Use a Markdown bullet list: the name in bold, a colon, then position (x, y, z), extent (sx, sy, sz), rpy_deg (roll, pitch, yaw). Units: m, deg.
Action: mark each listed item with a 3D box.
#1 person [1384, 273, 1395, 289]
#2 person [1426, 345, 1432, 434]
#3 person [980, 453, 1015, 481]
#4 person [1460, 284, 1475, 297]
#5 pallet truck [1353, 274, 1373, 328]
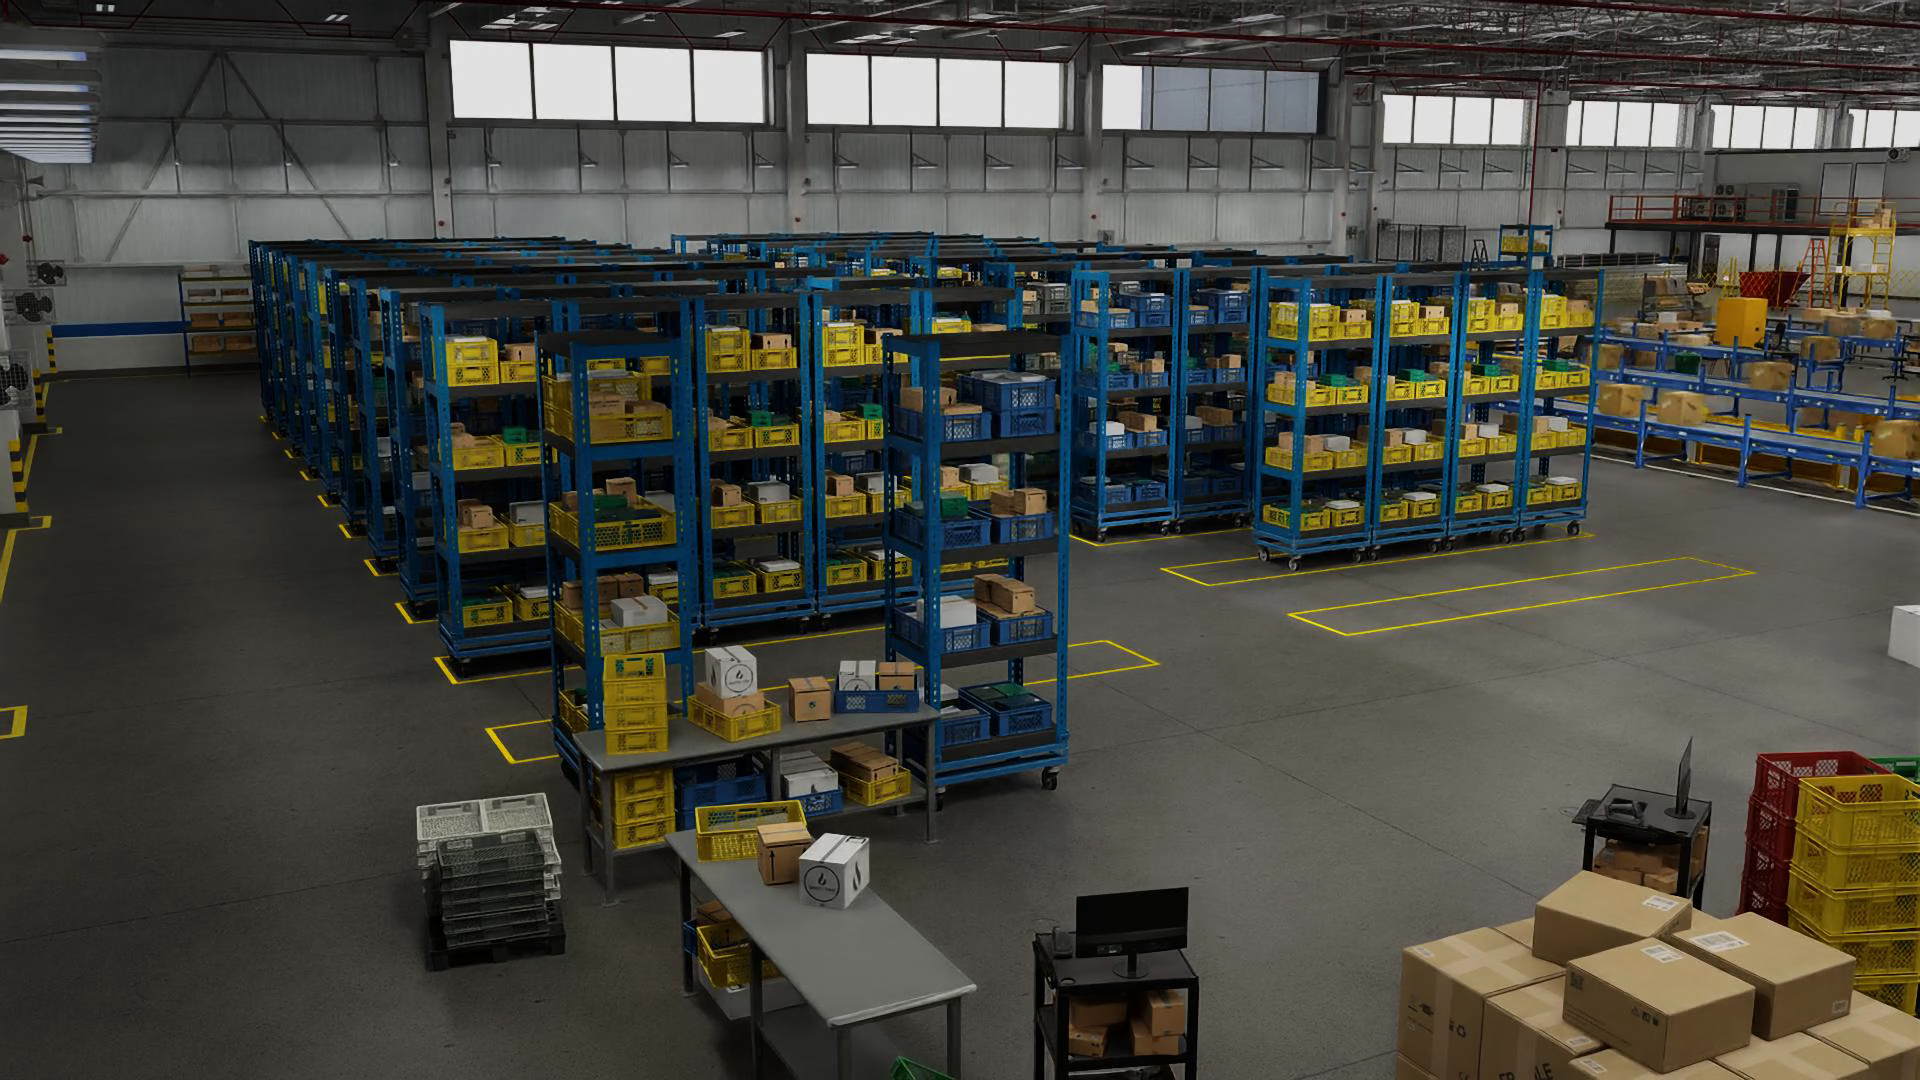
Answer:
- **person**: position (13.681, -7.659, 53.615), extent (0.409, 1.913, 0.651), rpy_deg (-9, 15, -35)
- **person**: position (8.196, -2.451, 29.177), extent (0.402, 1.944, 0.605), rpy_deg (0, 12, 1)
- **person**: position (0.547, -0.818, 21.855), extent (0.599, 1.812, 0.708), rpy_deg (-8, 14, -32)
- **person**: position (15.556, -7.236, 51.411), extent (0.667, 2.025, 0.468), rpy_deg (0, 12, 0)
- **pallet truck**: position (13.011, -8.050, 55.243), extent (0.823, 1.965, 1.885), rpy_deg (-7, 14, -28)
